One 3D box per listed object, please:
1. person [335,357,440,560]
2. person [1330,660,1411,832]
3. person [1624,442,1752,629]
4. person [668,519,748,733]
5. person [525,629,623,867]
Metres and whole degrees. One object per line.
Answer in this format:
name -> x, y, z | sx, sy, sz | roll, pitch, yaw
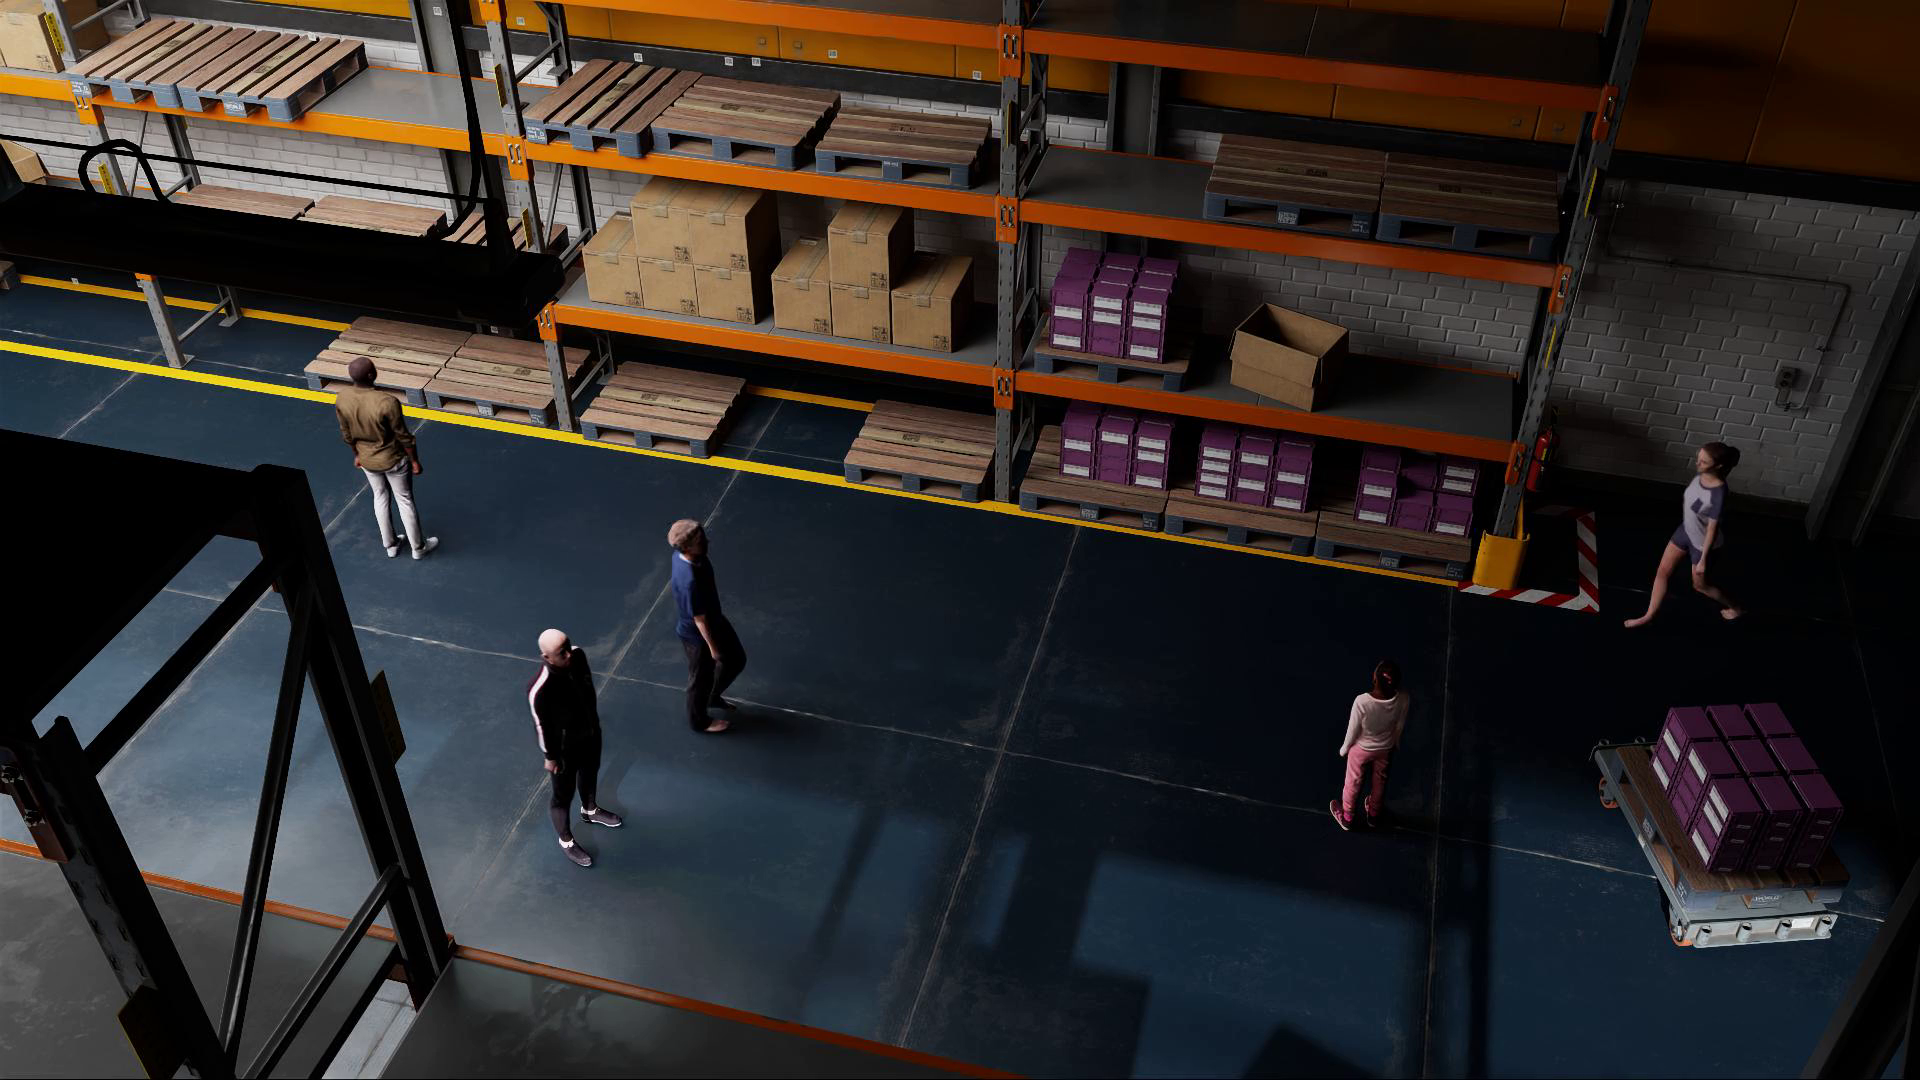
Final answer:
person -> -4.476, -0.632, 12.930 | 0.510, 1.825, 0.796 | 7, 39, 9
person -> 2.683, 1.317, 10.795 | 0.551, 1.444, 0.677 | -5, 39, -6
person -> 5.520, 0.012, 12.213 | 1.170, 1.714, 0.819 | -1, 39, -1
person -> -1.844, 0.619, 11.339 | 0.744, 1.854, 0.733 | 1, 39, 1
person -> -2.479, 1.256, 10.558 | 0.620, 1.834, 0.715 | 15, 41, 18
